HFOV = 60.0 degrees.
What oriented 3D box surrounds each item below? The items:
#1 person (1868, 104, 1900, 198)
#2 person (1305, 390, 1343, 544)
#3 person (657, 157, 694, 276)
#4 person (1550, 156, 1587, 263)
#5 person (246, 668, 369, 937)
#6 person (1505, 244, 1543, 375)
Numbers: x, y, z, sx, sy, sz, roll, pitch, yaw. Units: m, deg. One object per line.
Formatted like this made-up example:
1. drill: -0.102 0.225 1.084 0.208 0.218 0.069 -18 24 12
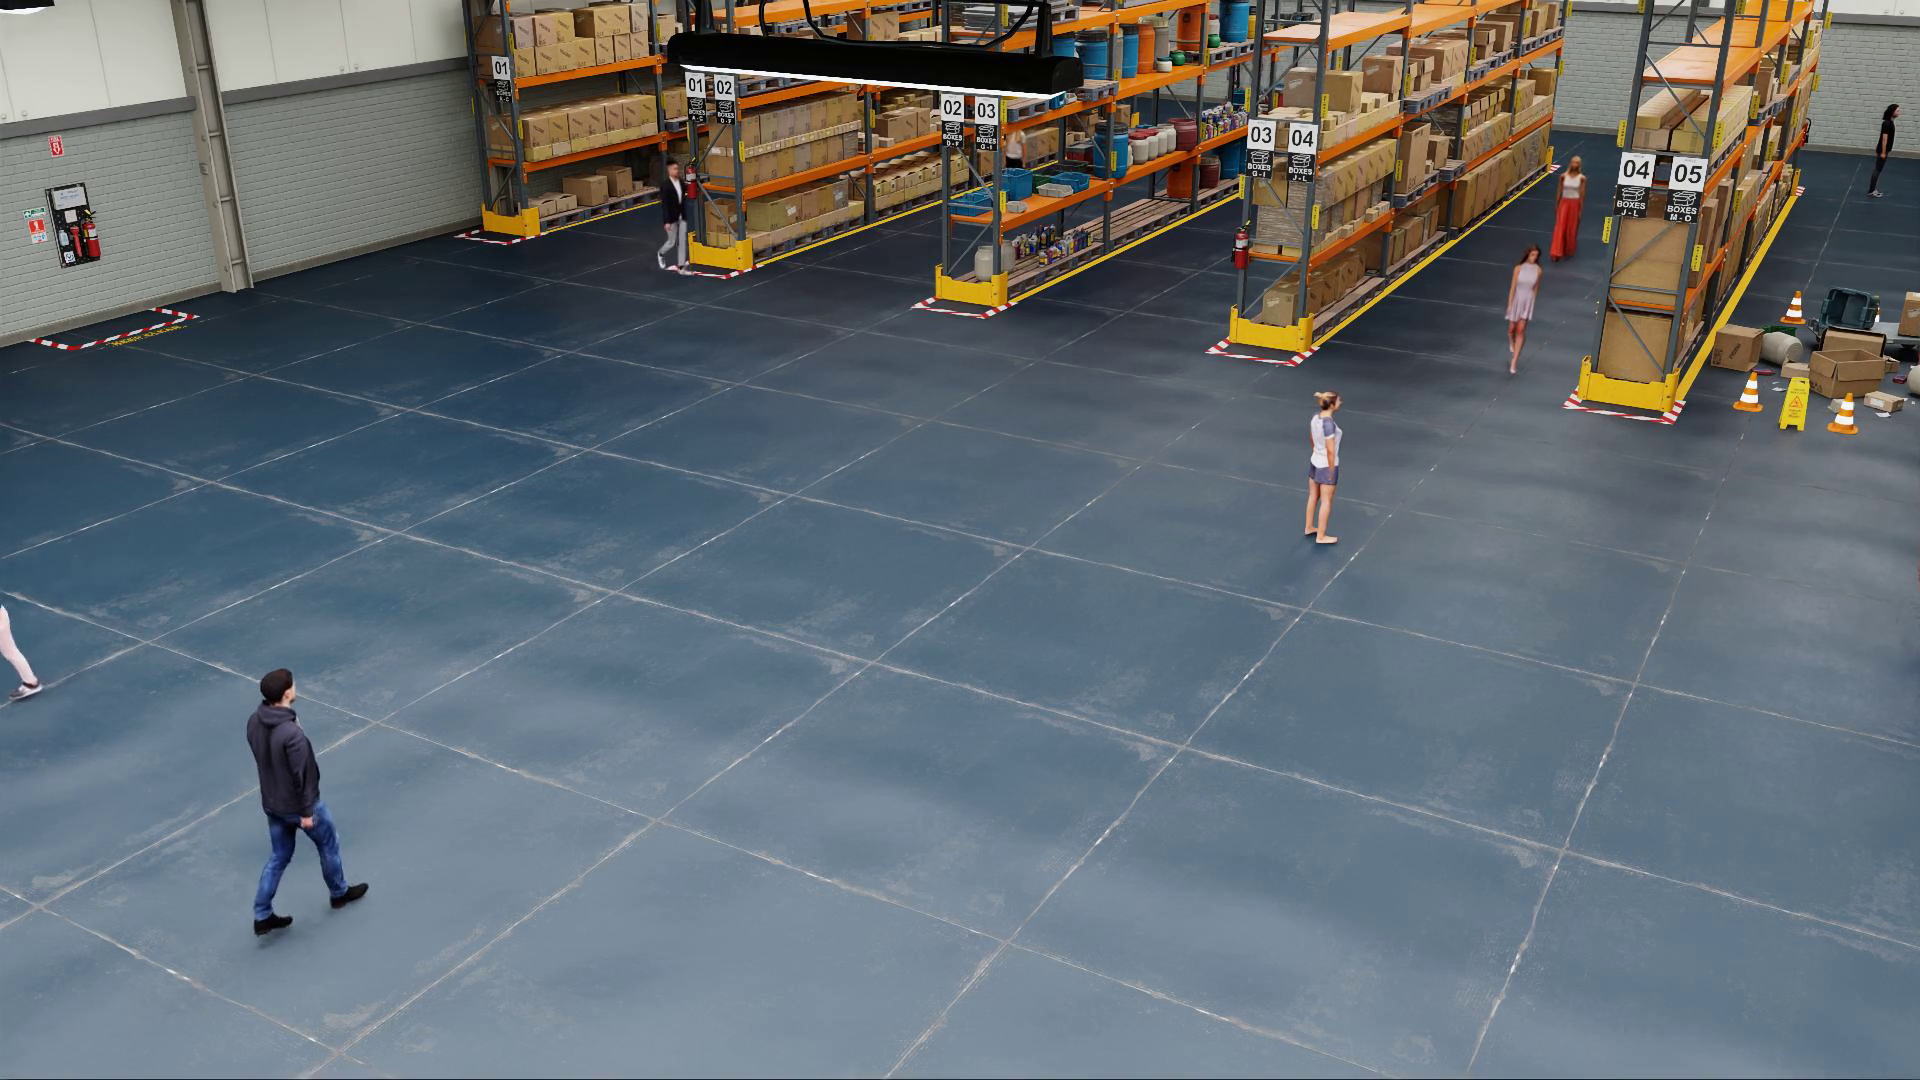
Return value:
1. person: 18.795 -7.953 33.848 0.706 1.837 0.472 15 27 31
2. person: 3.767 -0.773 17.235 0.725 1.625 0.670 -7 24 -16
3. person: -4.806 -5.385 27.674 0.874 1.942 0.950 18 29 36
4. person: 10.514 -5.686 28.614 0.637 1.760 1.149 13 26 27
5. person: -4.499 1.765 10.971 0.679 1.857 1.043 13 26 28
6. person: 7.672 -3.191 22.791 0.754 1.726 1.187 7 24 16
